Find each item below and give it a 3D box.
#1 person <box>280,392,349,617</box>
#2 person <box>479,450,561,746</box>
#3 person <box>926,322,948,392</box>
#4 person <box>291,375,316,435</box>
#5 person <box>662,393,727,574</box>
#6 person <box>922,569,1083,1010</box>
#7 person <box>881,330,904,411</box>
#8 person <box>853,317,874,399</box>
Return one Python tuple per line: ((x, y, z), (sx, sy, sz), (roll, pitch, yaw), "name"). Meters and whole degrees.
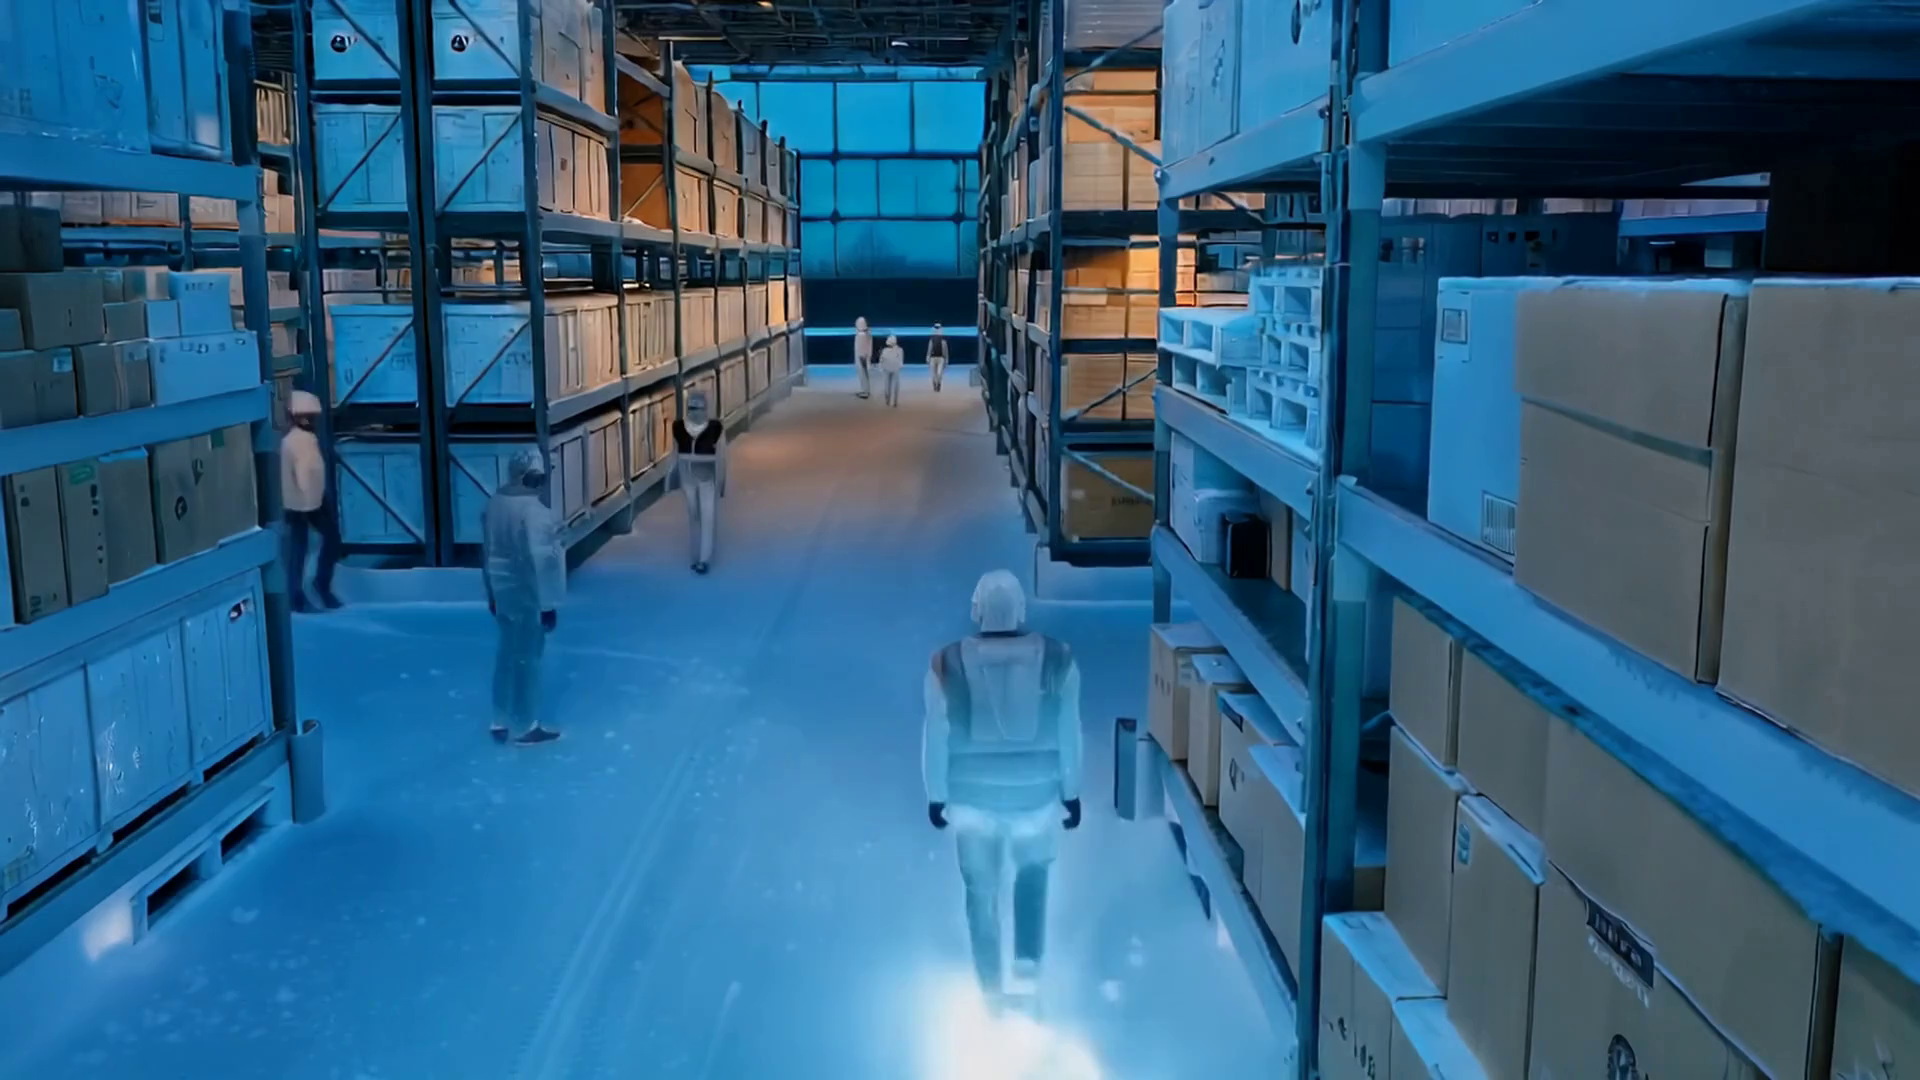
((-5.599, -0.298, 14.438), (0.620, 1.973, 0.659), (0, 9, -1), "person")
((-2.813, 0.370, 10.625), (0.670, 1.893, 0.461), (8, 13, 42), "person")
((-0.570, -4.514, 40.991), (0.528, 1.737, 0.801), (1, 9, 6), "person")
((-8.761, -1.409, 22.380), (0.622, 1.618, 0.500), (1, 9, 3), "person")
((-2.650, -0.563, 16.635), (0.593, 1.795, 0.968), (1, 9, 8), "person")
((0.168, 1.024, 6.786), (0.654, 1.829, 0.446), (0, 9, -3), "person")
((-1.441, -3.621, 35.566), (0.487, 1.733, 0.400), (-1, 9, -5), "person")
((-2.284, -4.270, 39.019), (0.402, 1.906, 0.652), (-6, 11, -34), "person")
